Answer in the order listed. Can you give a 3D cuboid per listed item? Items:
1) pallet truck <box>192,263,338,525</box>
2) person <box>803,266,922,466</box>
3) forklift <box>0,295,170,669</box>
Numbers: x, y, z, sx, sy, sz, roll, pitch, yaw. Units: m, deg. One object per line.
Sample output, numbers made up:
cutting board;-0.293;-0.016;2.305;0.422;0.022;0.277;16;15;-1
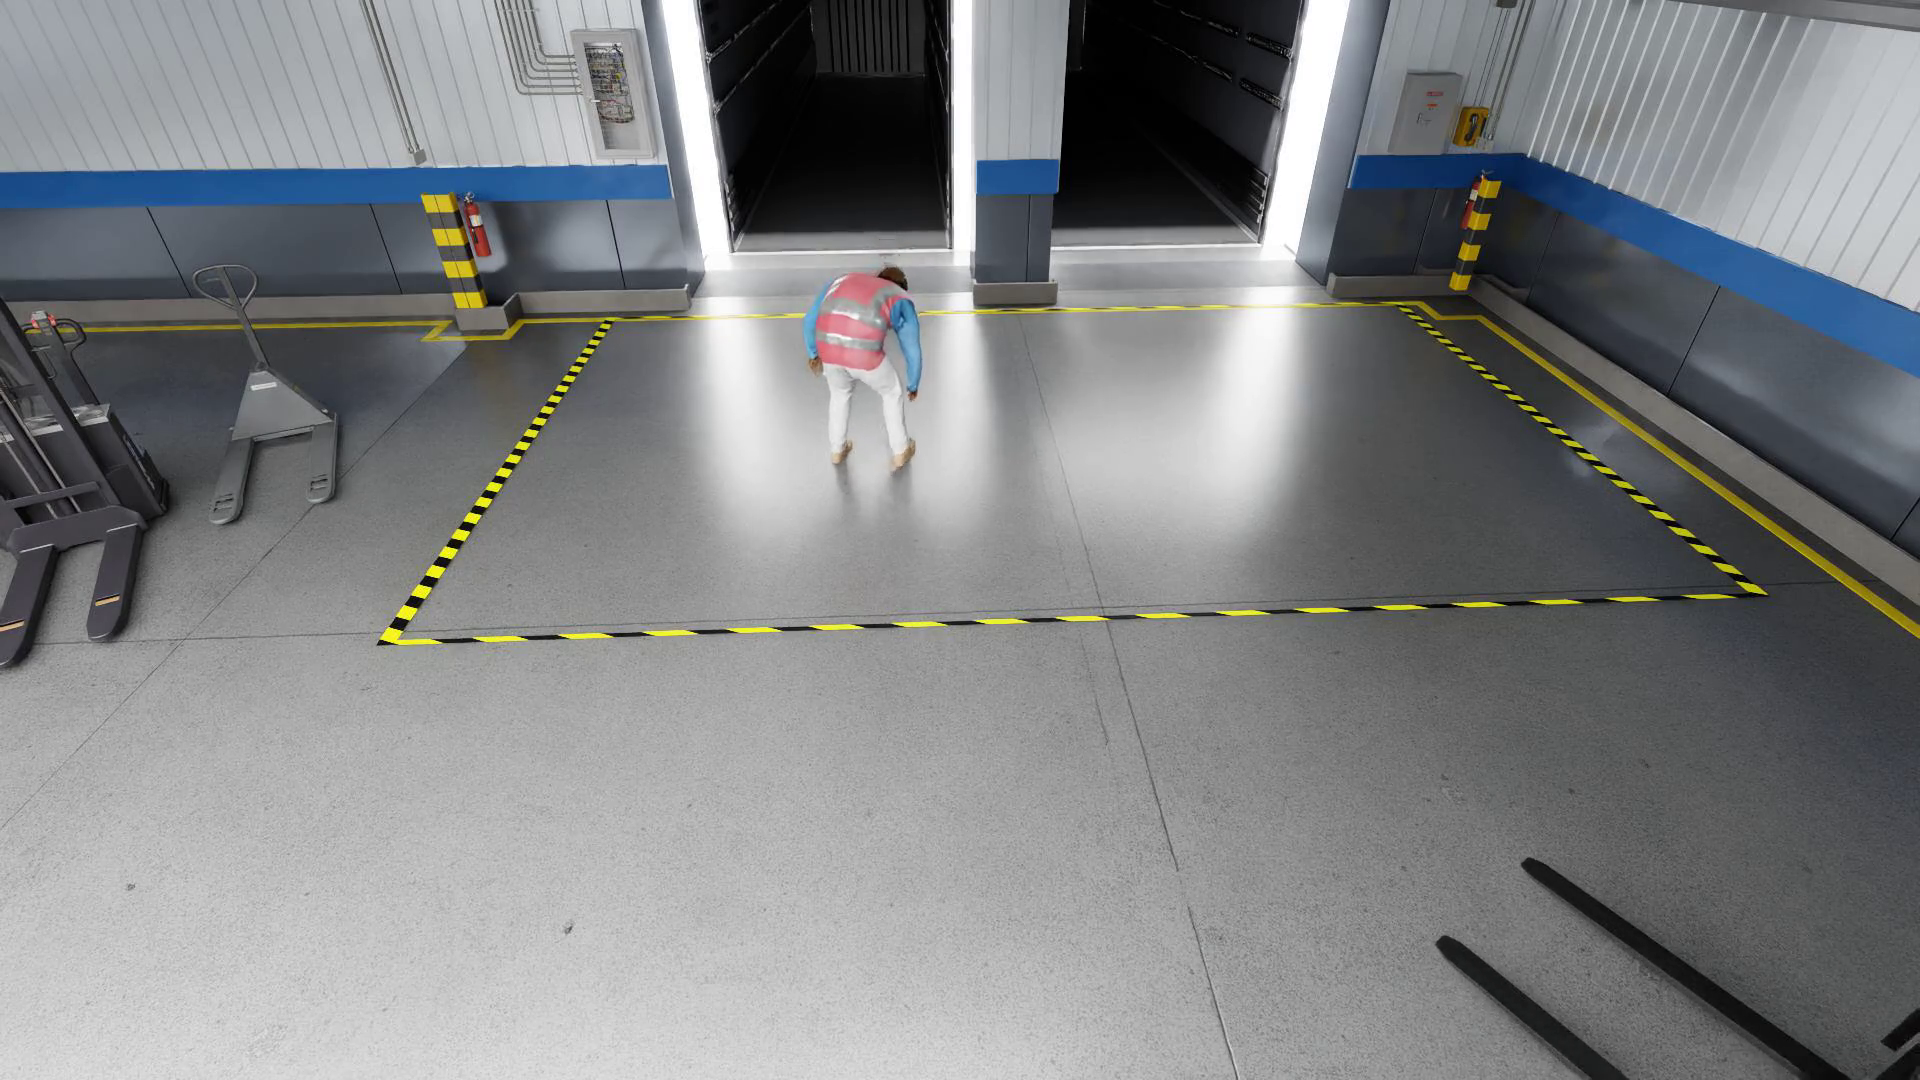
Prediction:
pallet truck;-4.778;-1.027;6.128;0.680;1.201;1.601;-17;38;-23
person;-0.663;-1.186;6.320;0.887;1.299;0.923;12;36;16
forklift;-5.212;-0.618;4.878;0.823;1.965;1.885;-20;39;-26
